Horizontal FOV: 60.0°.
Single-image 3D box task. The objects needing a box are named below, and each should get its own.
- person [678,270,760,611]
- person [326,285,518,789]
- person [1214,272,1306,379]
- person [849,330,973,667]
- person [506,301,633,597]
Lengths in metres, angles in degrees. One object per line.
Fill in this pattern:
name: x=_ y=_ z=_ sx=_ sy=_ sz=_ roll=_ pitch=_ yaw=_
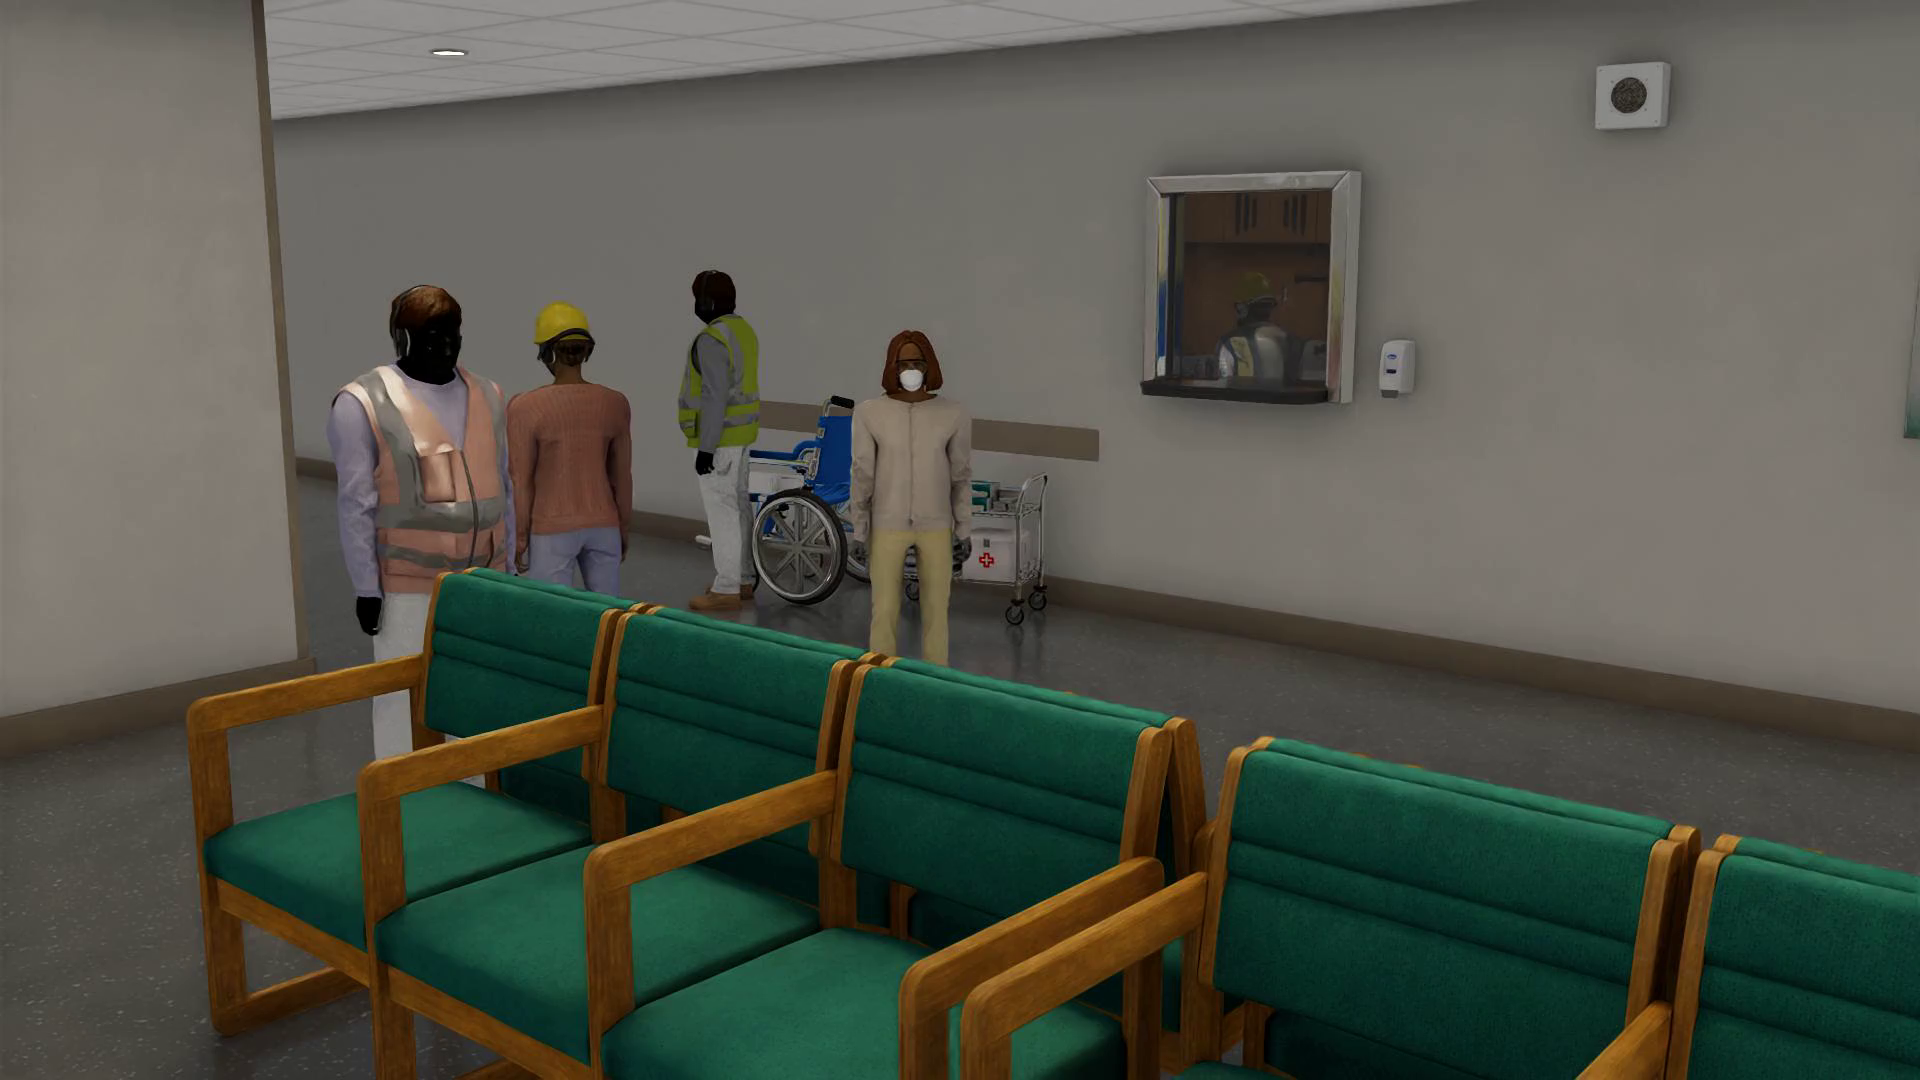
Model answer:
person: x=-1.310 y=-0.537 z=9.048 sx=0.429 sy=1.840 sz=0.635 roll=2 pitch=10 yaw=10
person: x=-1.663 y=0.116 z=5.322 sx=0.429 sy=1.845 sz=0.621 roll=8 pitch=13 yaw=38
person: x=1.664 y=-0.598 z=9.430 sx=0.592 sy=1.825 sz=0.403 roll=-4 pitch=11 yaw=-24
person: x=-0.195 y=-0.031 z=6.752 sx=0.505 sy=1.633 sz=0.279 roll=-1 pitch=10 yaw=-7
person: x=-1.502 y=-0.034 z=6.421 sx=0.517 sy=1.757 sz=0.335 roll=-9 pitch=13 yaw=-41
